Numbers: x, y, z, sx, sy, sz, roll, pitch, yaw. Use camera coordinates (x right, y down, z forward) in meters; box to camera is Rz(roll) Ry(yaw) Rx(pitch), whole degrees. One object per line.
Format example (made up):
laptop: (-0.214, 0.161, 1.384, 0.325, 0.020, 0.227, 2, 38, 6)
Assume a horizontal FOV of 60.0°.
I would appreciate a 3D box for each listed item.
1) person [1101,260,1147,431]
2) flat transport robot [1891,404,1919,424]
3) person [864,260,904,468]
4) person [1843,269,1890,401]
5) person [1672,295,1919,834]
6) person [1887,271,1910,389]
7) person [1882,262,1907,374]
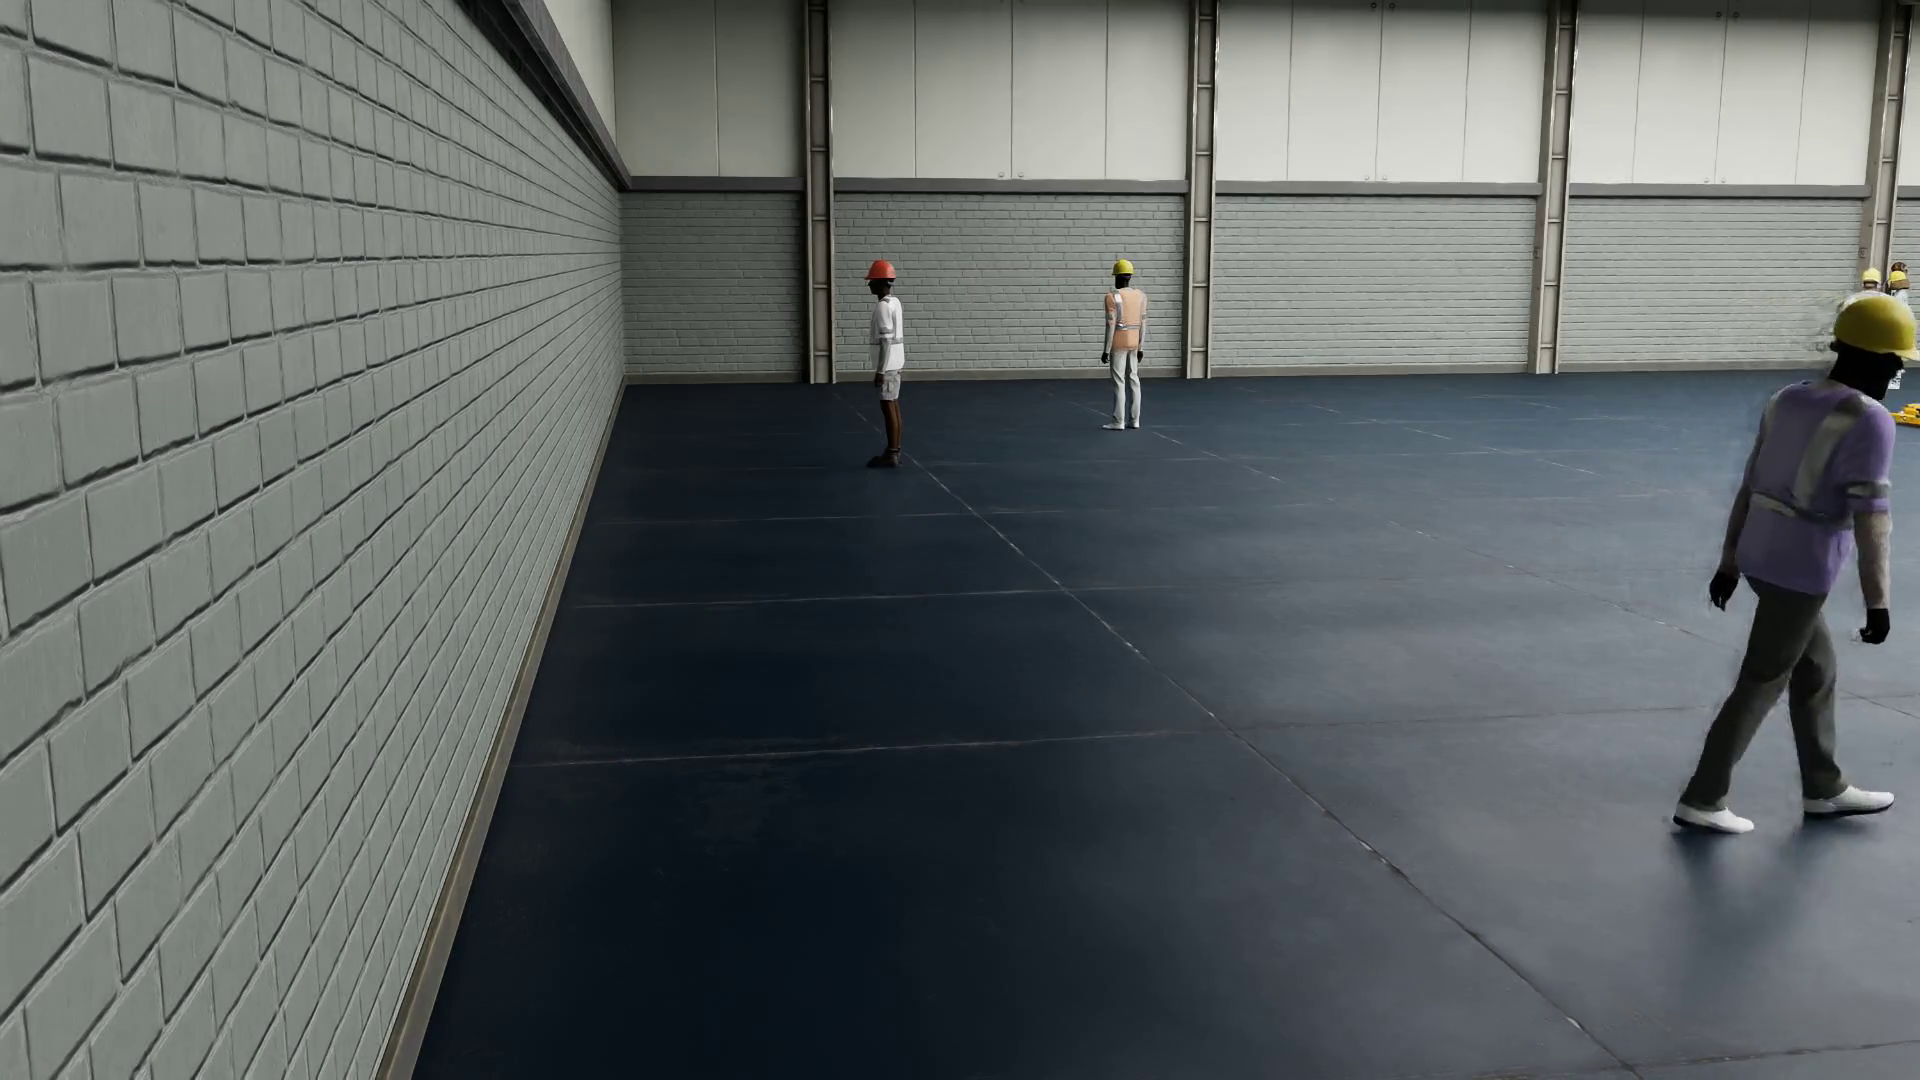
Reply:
person: (1.840, -2.204, 18.855, 0.595, 1.925, 0.375, -7, 12, -36)
flat transport robot: (11.703, -1.467, 19.381, 1.431, 0.197, 0.652, -1, 10, -3)
person: (-0.713, -1.641, 15.585, 0.369, 1.939, 0.542, 2, 10, 9)
person: (11.539, -2.541, 21.173, 0.626, 1.788, 0.890, 6, 12, 33)
person: (2.920, 0.107, 5.707, 0.931, 1.872, 0.609, 0, 10, -2)
person: (13.796, -3.098, 24.558, 0.307, 1.736, 0.484, 6, 12, 32)
person: (15.512, -3.685, 27.619, 0.344, 1.846, 0.507, -2, 10, -12)
